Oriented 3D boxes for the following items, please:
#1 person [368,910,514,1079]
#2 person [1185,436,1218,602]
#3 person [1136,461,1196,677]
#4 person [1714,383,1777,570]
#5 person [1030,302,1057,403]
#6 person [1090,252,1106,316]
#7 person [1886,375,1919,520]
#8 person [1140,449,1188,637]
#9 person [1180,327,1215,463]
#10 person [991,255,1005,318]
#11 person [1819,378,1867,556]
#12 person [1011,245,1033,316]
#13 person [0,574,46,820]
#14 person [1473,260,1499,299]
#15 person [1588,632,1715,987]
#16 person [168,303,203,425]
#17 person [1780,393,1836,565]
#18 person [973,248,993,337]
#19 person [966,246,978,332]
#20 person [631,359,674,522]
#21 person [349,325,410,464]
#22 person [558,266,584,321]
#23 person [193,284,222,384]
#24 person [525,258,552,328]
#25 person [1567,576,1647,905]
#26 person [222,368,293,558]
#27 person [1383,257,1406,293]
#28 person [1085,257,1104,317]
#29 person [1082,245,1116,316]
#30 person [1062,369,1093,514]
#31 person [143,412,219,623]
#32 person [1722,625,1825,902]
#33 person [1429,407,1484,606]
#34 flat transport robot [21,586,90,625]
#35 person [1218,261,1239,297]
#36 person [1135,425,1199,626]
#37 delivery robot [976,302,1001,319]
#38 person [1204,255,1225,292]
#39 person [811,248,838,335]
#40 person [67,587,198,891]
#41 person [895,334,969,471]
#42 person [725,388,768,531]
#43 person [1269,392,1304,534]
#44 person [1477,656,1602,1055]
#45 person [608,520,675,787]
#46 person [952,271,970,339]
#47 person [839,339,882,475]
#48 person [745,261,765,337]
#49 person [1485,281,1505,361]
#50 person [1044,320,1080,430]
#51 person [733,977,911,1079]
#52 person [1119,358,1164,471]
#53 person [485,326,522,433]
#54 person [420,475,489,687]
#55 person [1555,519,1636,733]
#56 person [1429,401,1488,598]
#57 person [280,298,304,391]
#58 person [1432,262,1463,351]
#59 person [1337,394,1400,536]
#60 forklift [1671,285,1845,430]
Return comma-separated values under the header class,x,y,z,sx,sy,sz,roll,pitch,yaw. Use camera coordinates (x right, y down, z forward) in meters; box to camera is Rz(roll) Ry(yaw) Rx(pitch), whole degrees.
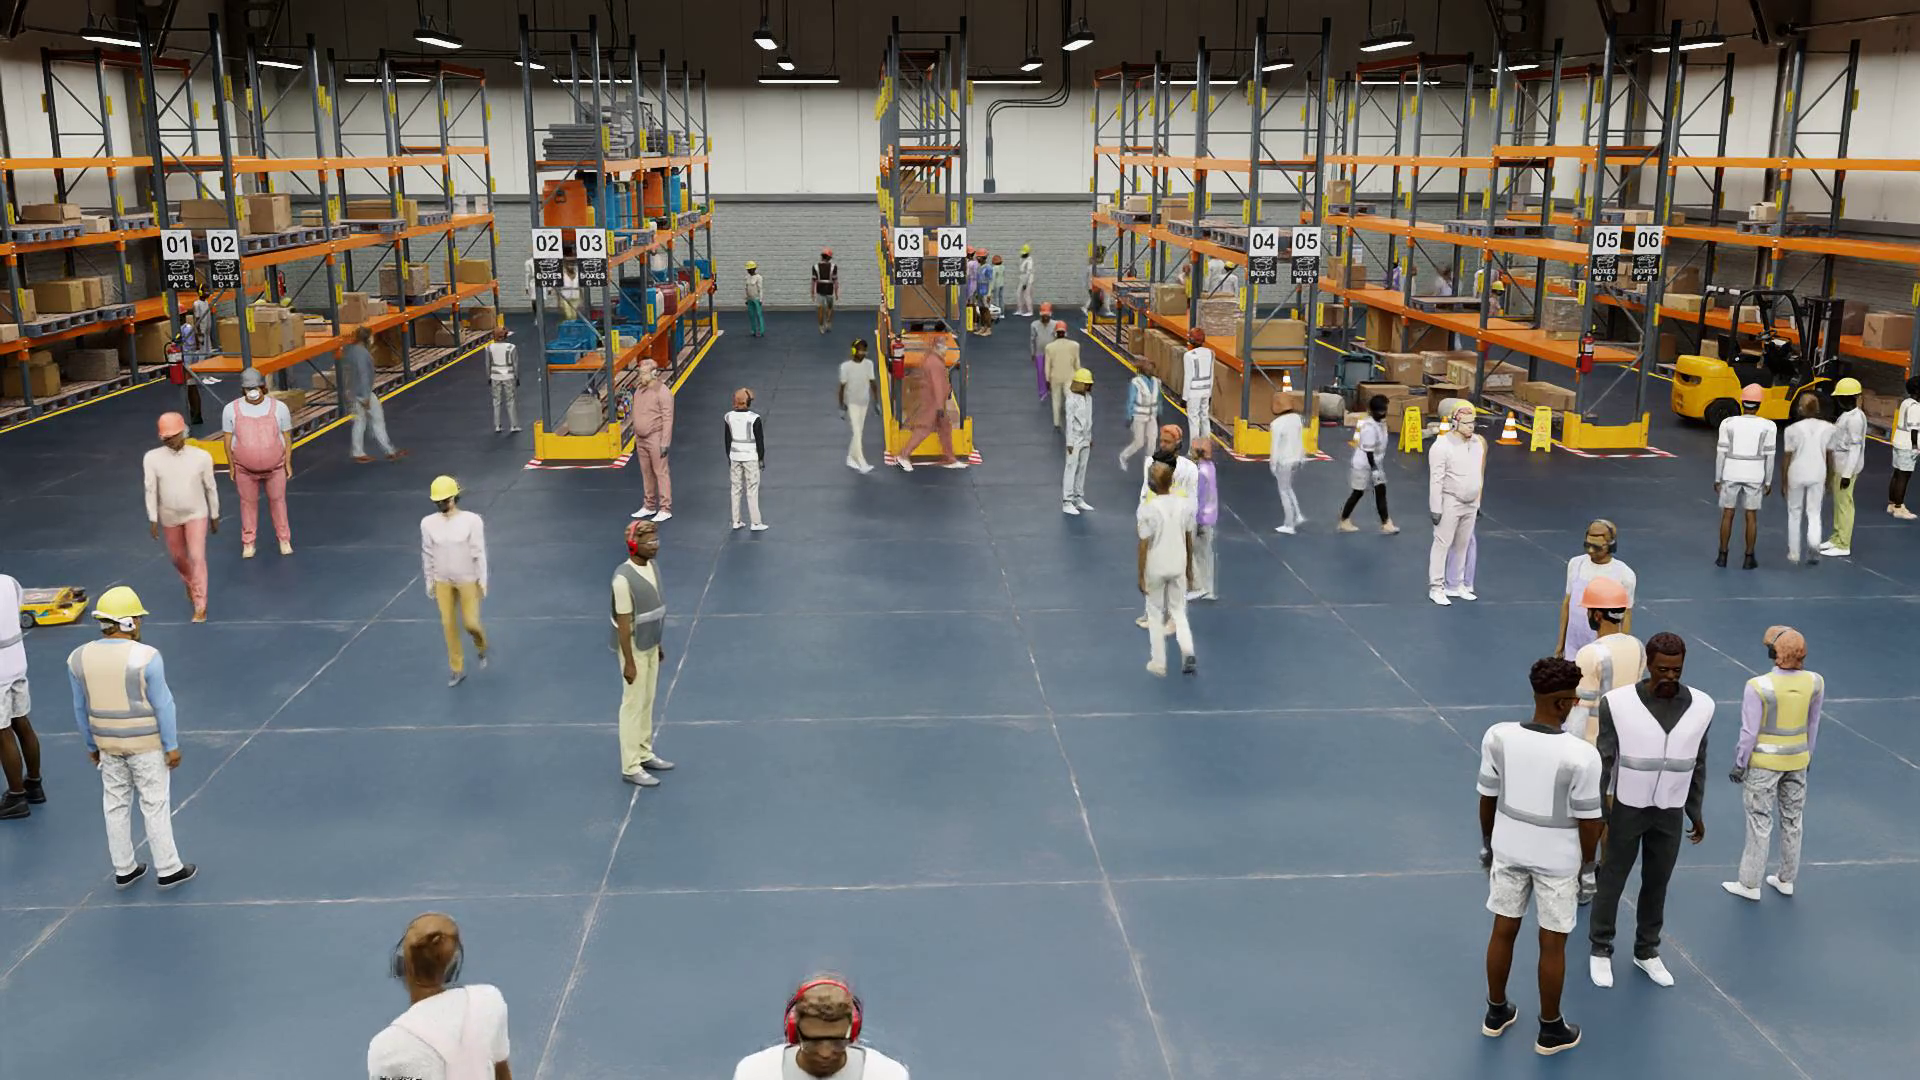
class,x,y,z,sx,sy,sz,roll,pitch,yaw
person,-1.740,2.145,5.647,0.373,1.822,0.612,10,16,36
person,2.282,-0.198,15.998,0.406,1.627,0.524,6,14,23
person,1.695,0.269,13.593,0.544,1.826,0.523,-4,14,-16
person,8.152,-0.664,17.303,0.552,1.935,0.373,7,15,27
person,1.486,-3.257,28.745,0.559,1.731,0.665,2,13,7
person,3.358,-6.083,40.453,0.548,1.839,0.548,-2,13,-7
person,11.220,-1.101,19.669,0.318,1.697,0.534,4,14,15
person,1.836,0.021,14.944,0.319,1.689,0.533,-7,15,-27
person,3.298,-2.017,23.148,0.574,1.884,0.358,-11,17,-39
person,0.966,-6.478,42.599,0.280,1.630,0.509,9,16,35
person,9.464,-0.779,17.825,0.383,1.921,0.585,5,14,20
person,1.646,-6.712,43.071,0.694,1.865,0.673,-7,15,-28
person,-6.282,0.868,10.809,0.376,1.939,0.547,0,13,-1
person,12.314,-5.737,39.009,0.590,1.836,0.404,-1,13,-4
person,3.570,1.387,8.655,0.595,1.917,0.373,0,13,-1
person,-12.248,-2.782,26.289,0.365,1.932,0.543,-10,16,-36
person,8.819,-0.611,17.319,0.540,1.826,0.519,3,14,14
person,0.520,-5.738,38.573,0.392,2.041,0.615,-7,15,-27
person,0.228,-5.981,39.633,0.393,2.037,0.605,4,14,16
person,-3.630,-1.173,19.521,0.643,1.911,0.410,12,18,41
person,-8.119,-2.018,23.077,0.806,1.913,0.659,-8,15,-30
person,-8.799,-5.434,37.750,0.613,1.821,0.710,-9,16,-32
person,-13.996,-3.818,30.840,0.329,1.861,0.509,-1,13,-2
person,-10.230,-6.155,40.384,0.632,2.019,0.488,-3,14,-14
person,3.674,1.157,9.629,0.549,1.924,0.388,-9,16,-34
person,-7.477,-0.828,17.775,0.682,2.000,0.537,-6,14,-23
person,10.173,-5.756,39.106,0.429,1.837,0.629,-7,15,-26
person,3.464,-6.507,42.723,0.528,1.614,0.355,5,14,21
person,3.614,-6.753,43.326,0.858,1.837,0.523,5,14,20
person,1.446,-1.188,19.943,0.325,1.740,0.492,10,16,36
person,-7.259,-0.261,15.569,0.608,1.960,0.917,-4,14,-17
person,4.715,1.296,9.630,0.514,1.642,0.311,-3,14,-12
person,4.780,-0.334,15.968,0.651,1.907,0.409,-8,15,-31
flat transport robot,-8.913,0.634,15.373,1.431,0.197,0.652,-4,14,-15
person,6.194,-5.559,38.406,0.525,1.769,0.316,10,16,36
person,1.875,-0.118,15.102,0.575,1.885,0.355,10,17,37
delivery robot,0.714,-5.697,41.384,0.477,0.478,0.707,-8,15,-31
person,6.173,-6.154,40.639,0.639,1.904,0.402,-12,18,-40
person,-3.175,-5.857,39.164,0.661,1.991,0.823,0,13,2
person,-4.854,1.172,9.767,0.586,1.825,0.404,2,13,7
person,-0.402,-1.864,22.542,0.972,1.864,0.673,-1,13,-3
person,-2.451,-0.913,18.995,0.511,1.641,0.308,7,15,26
person,3.700,-0.877,18.890,0.521,1.606,0.387,-12,18,-42
person,2.793,1.512,8.035,0.600,1.959,0.375,13,18,43
person,-2.214,0.759,11.468,0.389,1.845,0.564,3,14,11
person,-0.064,-5.548,38.103,0.660,1.886,0.573,-3,14,-12
person,-1.351,-1.800,22.416,0.480,1.804,0.980,-9,16,-32
person,-4.783,-5.569,38.480,0.529,1.758,0.339,10,16,35
person,10.498,-4.216,32.757,0.374,1.755,0.539,6,14,22
person,1.577,-2.516,25.596,0.574,1.730,0.720,0,13,-2
person,-0.438,2.232,5.276,0.615,1.821,0.589,0,13,-2
person,2.403,-1.623,22.039,0.543,1.620,0.507,-8,16,-32
person,-7.024,-2.466,25.572,0.520,1.639,0.312,1,13,6
person,-4.095,0.318,13.525,0.537,1.750,0.442,1,13,2
person,4.377,0.747,11.531,0.344,1.841,0.504,-11,17,-39
person,4.869,-0.401,16.226,0.589,1.923,0.390,-11,17,-38
person,-11.860,-3.434,29.522,0.730,1.700,0.510,9,16,34
person,10.201,-4.832,34.738,0.699,2.000,1.010,-3,14,-12
person,4.622,-0.843,18.690,0.739,1.636,0.549,11,17,39
forklift,12.503,-2.886,26.166,2.313,2.155,1.214,-1,13,-3
